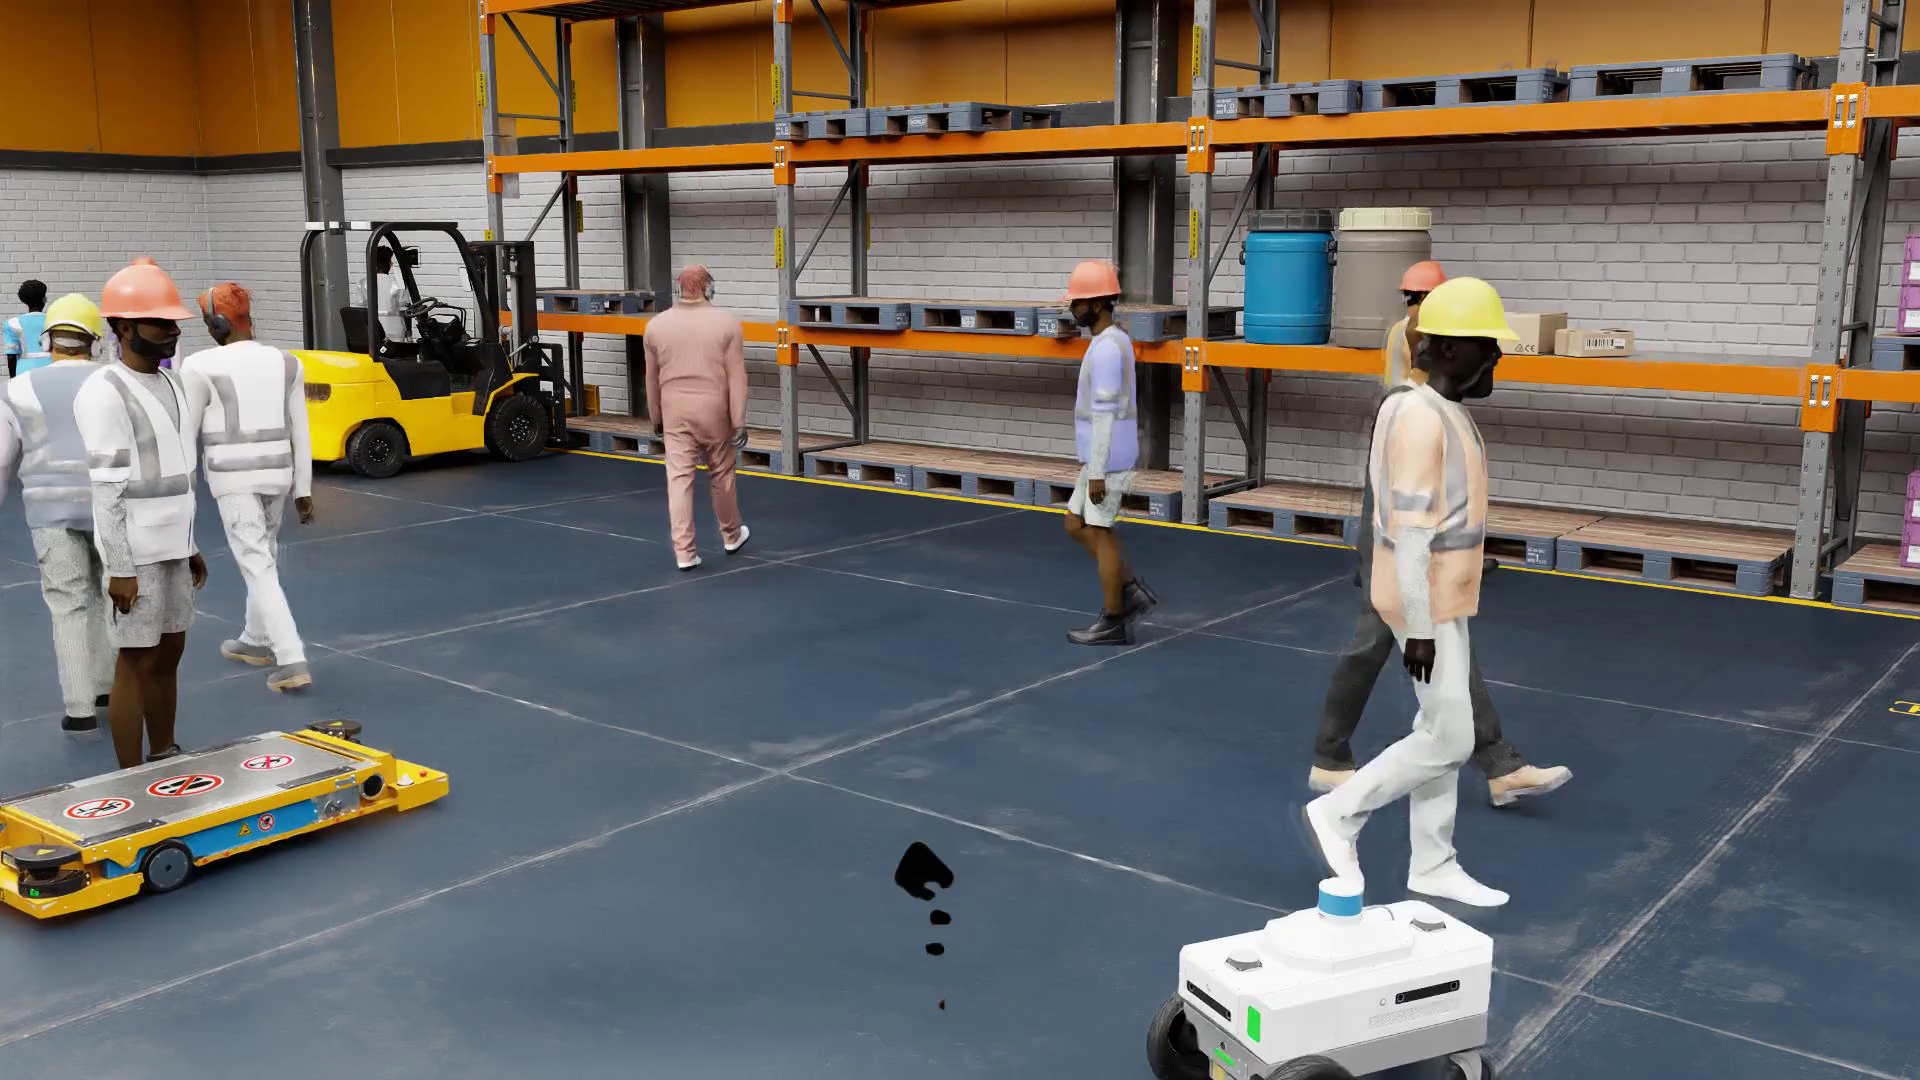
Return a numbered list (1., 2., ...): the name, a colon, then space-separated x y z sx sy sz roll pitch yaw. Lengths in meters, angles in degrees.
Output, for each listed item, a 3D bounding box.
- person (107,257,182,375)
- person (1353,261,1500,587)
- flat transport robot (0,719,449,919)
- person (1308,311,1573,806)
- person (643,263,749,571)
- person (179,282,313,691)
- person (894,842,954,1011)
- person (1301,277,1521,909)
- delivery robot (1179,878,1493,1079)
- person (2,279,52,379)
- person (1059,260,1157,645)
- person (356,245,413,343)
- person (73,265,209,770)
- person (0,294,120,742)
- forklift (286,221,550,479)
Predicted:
1. person: -7.017 -1.487 14.342 0.558 1.876 1.028 -5 11 -26
2. person: 2.705 -0.644 9.603 0.769 1.910 0.556 2 10 9
3. flat transport robot: -2.521 0.892 5.593 0.652 0.197 1.431 8 13 36
4. person: 1.684 0.082 5.847 0.945 1.794 0.501 6 12 31
5. person: -1.612 -0.782 10.426 0.679 1.864 0.933 1 10 7
6. person: -3.236 -0.250 7.593 0.942 1.841 0.574 7 12 33
7. person: 0.067 0.950 0.964 0.582 1.839 0.976 -3 11 -17
8. person: 1.397 0.176 4.996 0.515 1.916 0.602 5 11 26
9. delivery robot: 0.868 1.022 3.825 0.707 0.478 0.477 -5 11 -24
10. person: -7.663 -1.321 13.895 0.537 1.698 0.321 -7 12 -35
11. person: 0.689 -0.410 8.229 0.419 1.921 0.559 1 10 6
12. person: -6.432 -2.311 18.639 0.609 1.964 0.367 0 10 -1
13. person: -2.791 0.022 5.794 0.379 1.938 0.547 0 10 1
14. person: -3.670 -0.107 6.882 0.714 1.792 0.745 -7 12 -32
15. forklift: -4.922 -1.741 14.854 1.214 2.155 2.313 8 13 38
